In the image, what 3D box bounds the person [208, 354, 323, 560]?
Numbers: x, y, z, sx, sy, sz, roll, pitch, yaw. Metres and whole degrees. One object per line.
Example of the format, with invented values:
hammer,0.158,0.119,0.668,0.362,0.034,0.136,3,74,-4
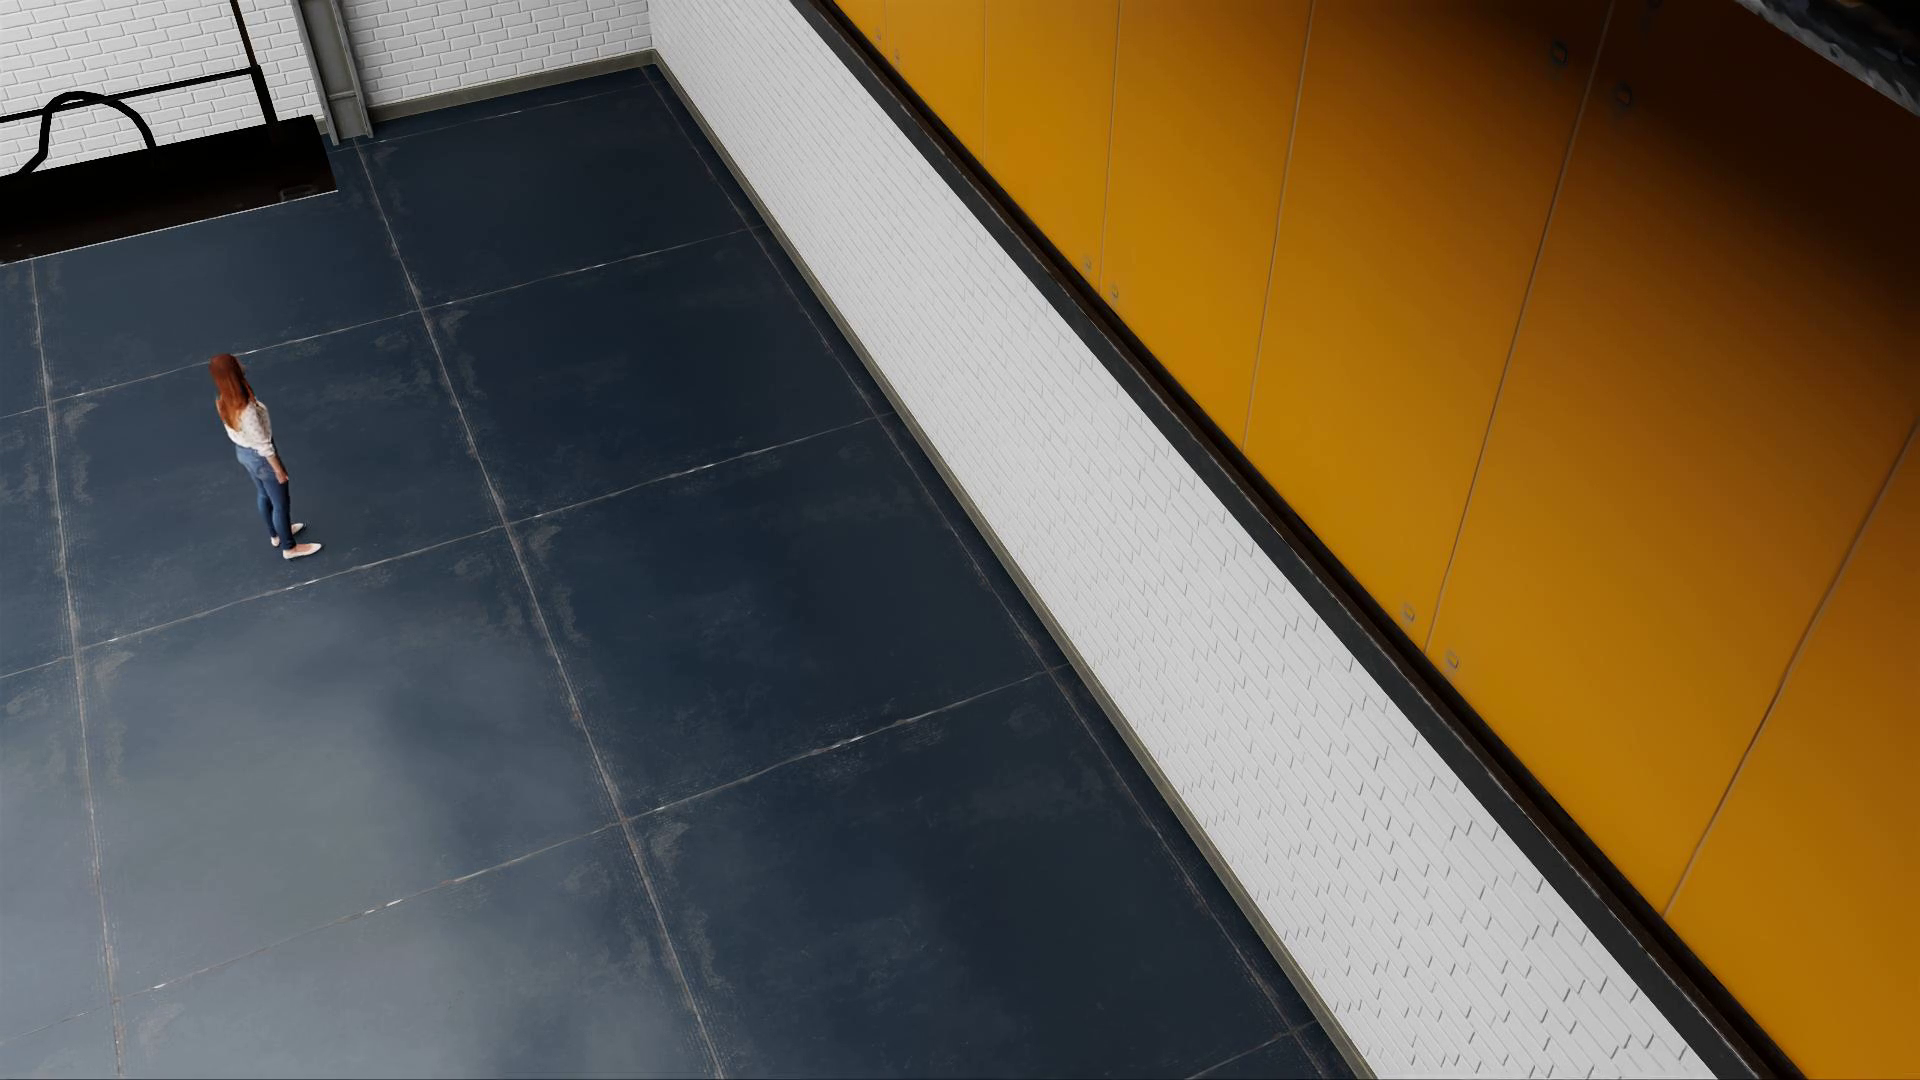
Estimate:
person,-4.903,-0.582,11.617,0.625,1.726,0.654,-32,52,-29
